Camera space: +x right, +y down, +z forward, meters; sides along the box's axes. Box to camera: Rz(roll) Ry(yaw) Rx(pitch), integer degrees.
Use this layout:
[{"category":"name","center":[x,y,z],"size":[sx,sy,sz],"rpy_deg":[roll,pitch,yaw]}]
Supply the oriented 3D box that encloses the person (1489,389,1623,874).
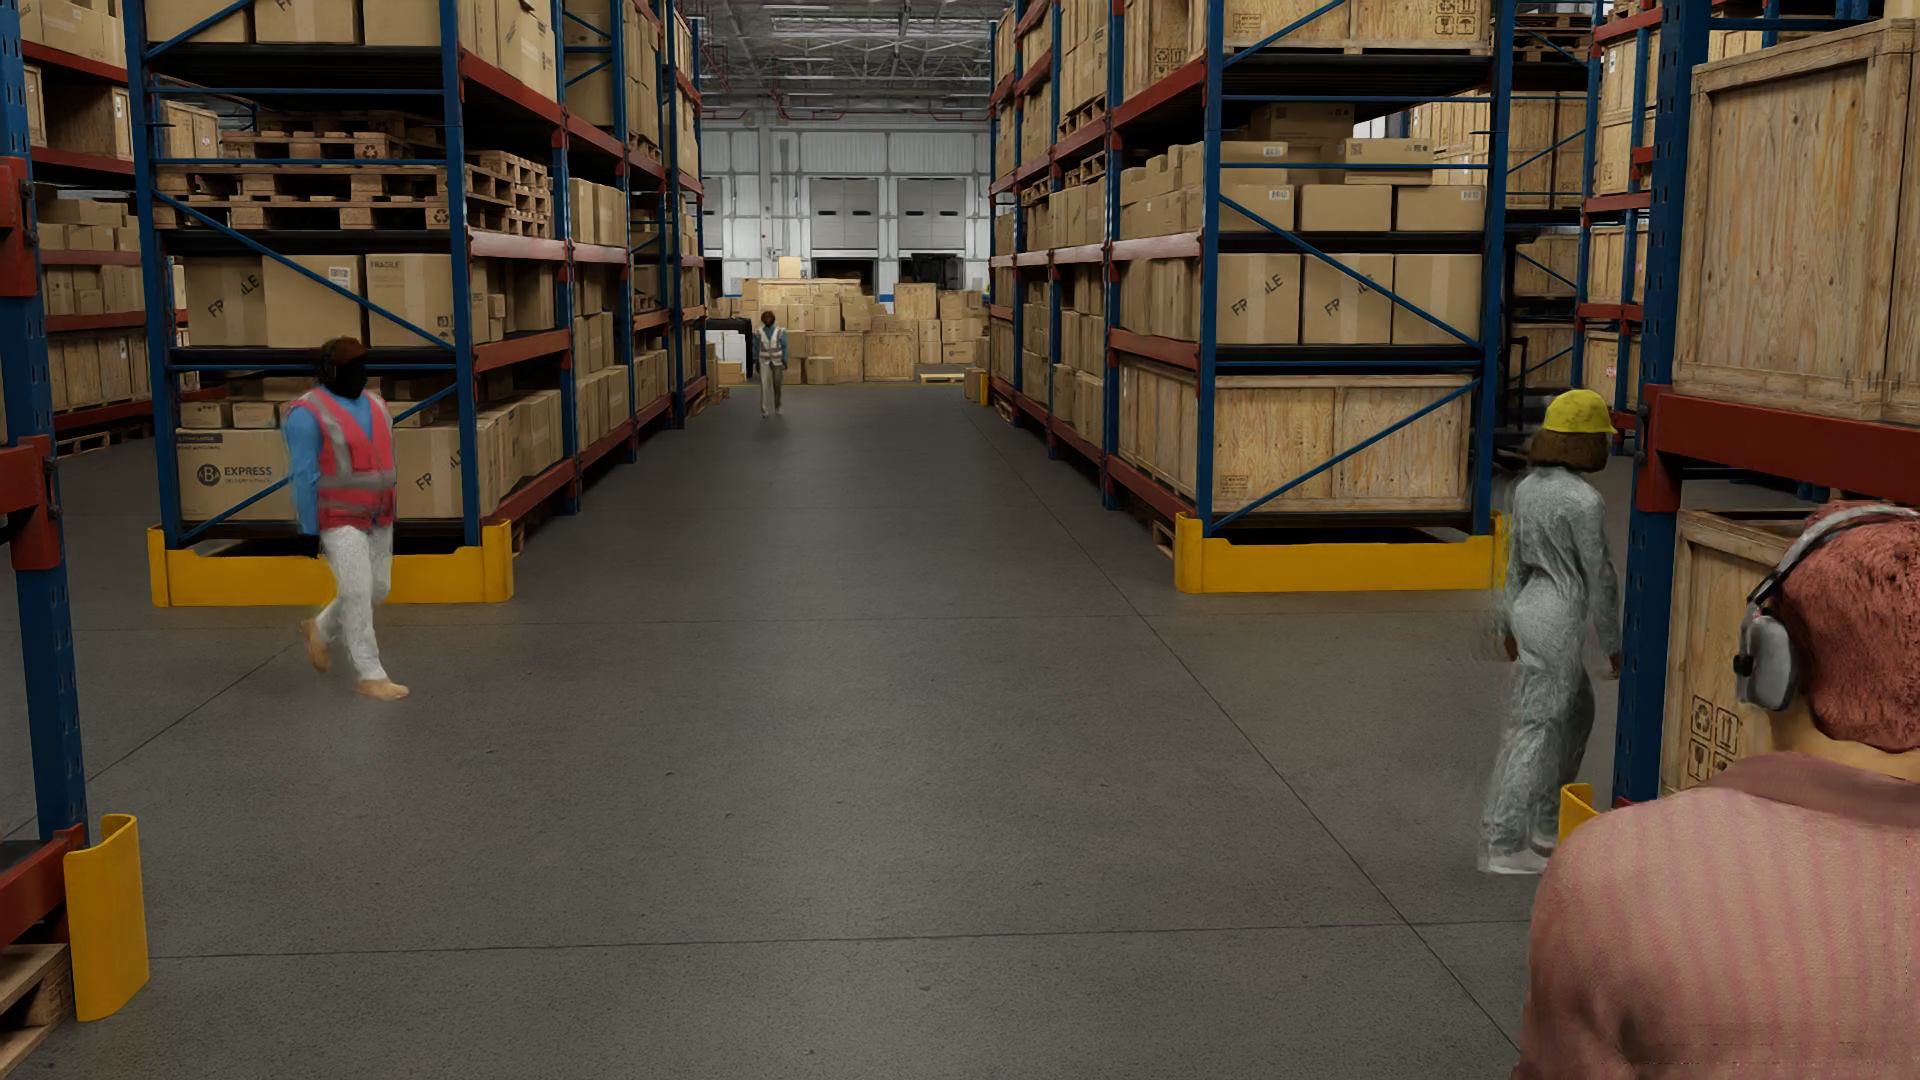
[{"category":"person","center":[2.154,0.334,5.870],"size":[0.622,1.724,0.497],"rpy_deg":[-1,9,-4]}]

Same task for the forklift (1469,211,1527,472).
[{"category":"forklift","center":[5.392,-2.225,18.304],"size":[1.129,2.768,1.873],"rpy_deg":[-1,9,-4]}]

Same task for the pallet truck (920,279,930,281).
[{"category":"pallet truck","center":[-0.932,-8.922,63.114],"size":[1.885,1.965,0.823],"rpy_deg":[2,9,13]}]

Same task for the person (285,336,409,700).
[{"category":"person","center":[-3.119,-0.118,8.400],"size":[0.733,1.822,0.631],"rpy_deg":[4,10,25]}]

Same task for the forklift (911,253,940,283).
[{"category":"forklift","center":[-1.098,-7.823,53.451],"size":[1.129,2.768,1.873],"rpy_deg":[-6,11,-32]}]

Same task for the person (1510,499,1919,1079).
[{"category":"person","center":[0.883,0.909,1.711],"size":[0.650,1.892,0.675],"rpy_deg":[0,9,3]}]

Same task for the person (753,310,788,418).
[{"category":"person","center":[-2.842,-2.658,25.014],"size":[0.514,1.606,0.810],"rpy_deg":[-1,9,-3]}]
